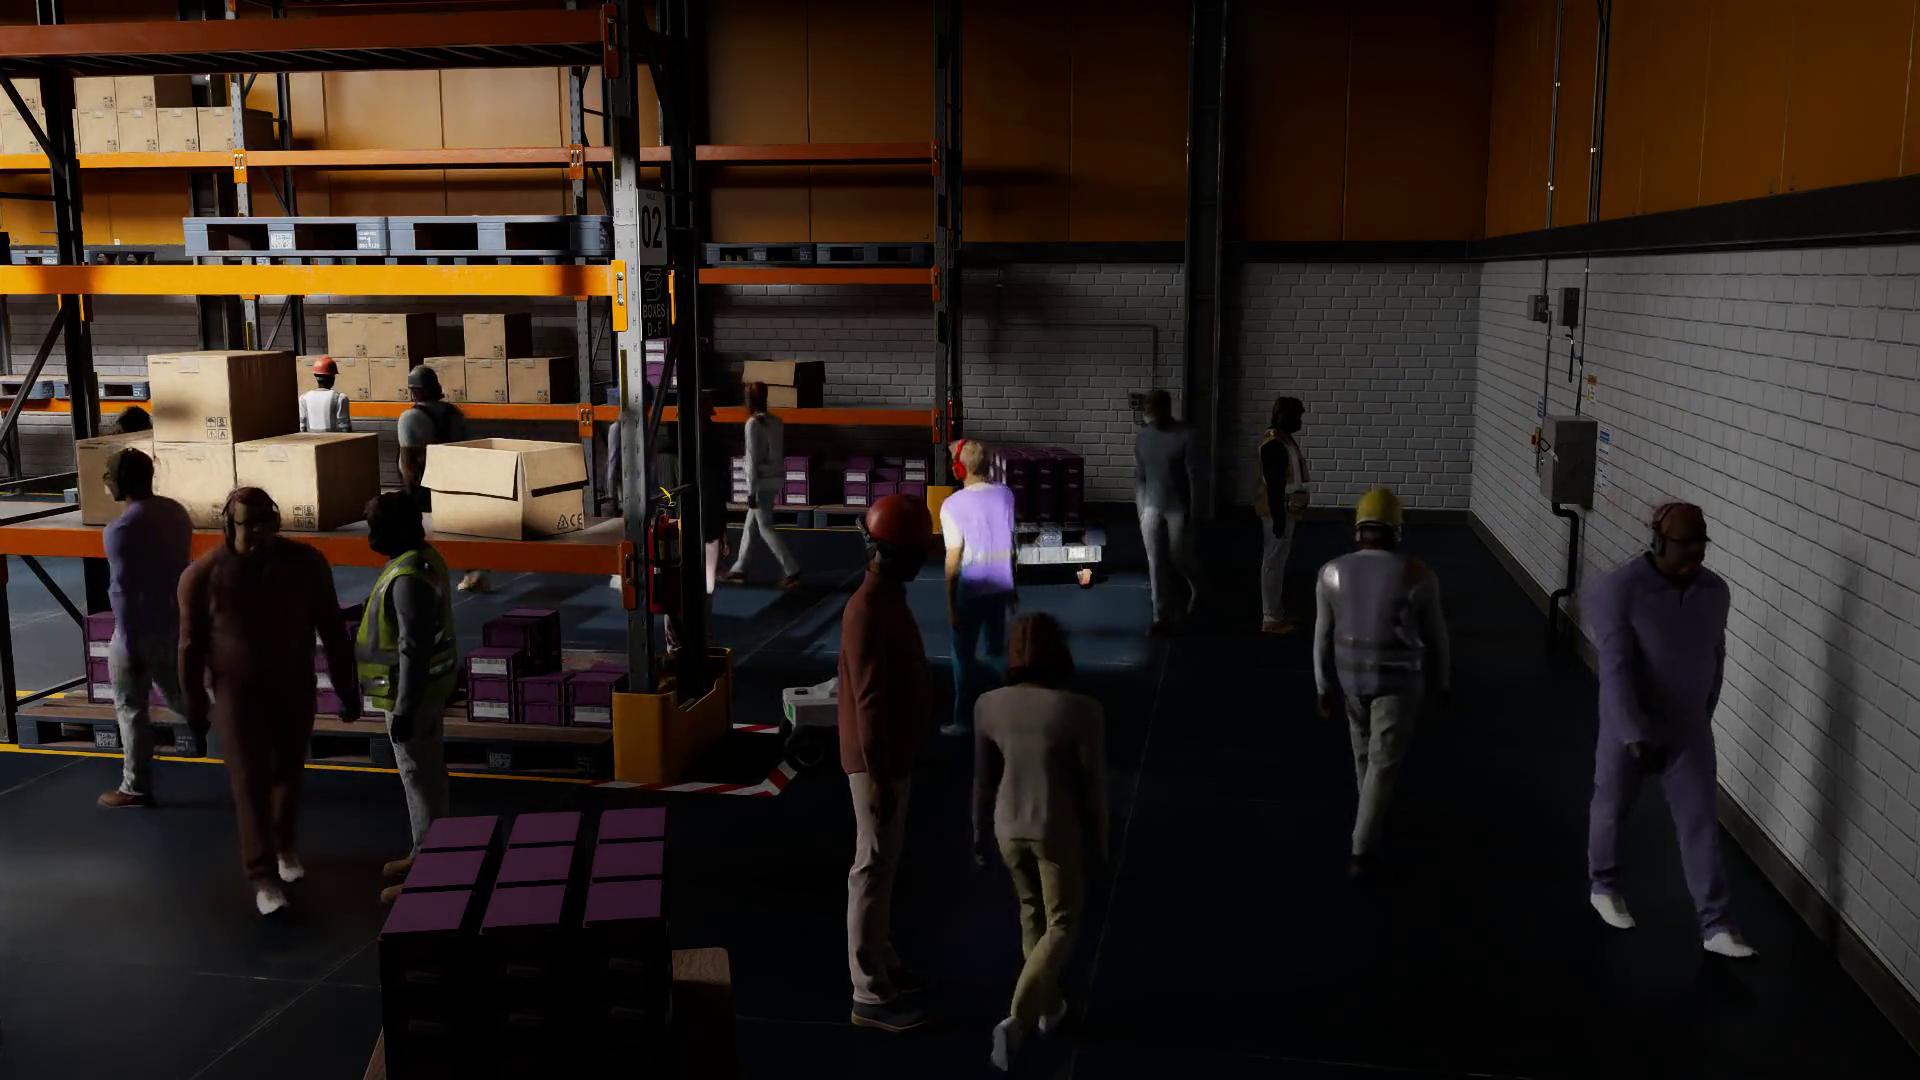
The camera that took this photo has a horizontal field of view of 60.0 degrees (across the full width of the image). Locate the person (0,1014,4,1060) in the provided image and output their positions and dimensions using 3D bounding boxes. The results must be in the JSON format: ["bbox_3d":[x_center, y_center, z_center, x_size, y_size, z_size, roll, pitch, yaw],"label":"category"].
[{"bbox_3d":[-1.887,1.408,2.877,0.535,1.869,0.314,-6,11,-32],"label":"person"}]

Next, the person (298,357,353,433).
[{"bbox_3d":[-6.431,-0.893,16.943,0.546,1.939,0.375,1,9,8],"label":"person"}]

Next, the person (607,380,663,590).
[{"bbox_3d":[-2.726,-0.425,14.146,0.902,1.912,0.626,5,10,27],"label":"person"}]

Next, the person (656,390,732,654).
[{"bbox_3d":[-1.822,-0.049,11.525,0.392,1.995,0.612,7,12,38],"label":"person"}]

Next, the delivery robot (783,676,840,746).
[{"bbox_3d":[-0.642,0.957,9.456,0.707,0.478,0.477,-1,9,-9],"label":"delivery robot"}]

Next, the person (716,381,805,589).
[{"bbox_3d":[-1.796,-0.477,14.709,0.879,1.853,0.622,3,10,18],"label":"person"}]

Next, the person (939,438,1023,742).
[{"bbox_3d":[0.166,0.319,9.752,0.600,1.825,0.622,-7,11,-37],"label":"person"}]

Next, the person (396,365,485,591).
[{"bbox_3d":[-4.586,-0.558,14.549,0.979,2.000,0.688,6,11,35],"label":"person"}]

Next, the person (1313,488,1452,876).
[{"bbox_3d":[2.001,0.646,7.885,0.595,1.792,0.897,7,12,38],"label":"person"}]

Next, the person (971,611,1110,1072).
[{"bbox_3d":[0.257,1.054,5.865,0.512,1.606,0.712,4,10,25],"label":"person"}]

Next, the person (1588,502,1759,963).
[{"bbox_3d":[2.907,0.778,6.809,0.639,1.862,0.950,-1,9,-7],"label":"person"}]

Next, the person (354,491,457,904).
[{"bbox_3d":[-2.464,0.692,7.427,0.429,1.838,0.621,-2,9,-14],"label":"person"}]

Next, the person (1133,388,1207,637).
[{"bbox_3d":[1.656,-0.229,12.912,0.651,1.913,0.746,7,11,36],"label":"person"}]

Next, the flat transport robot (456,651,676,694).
[{"bbox_3d":[-2.603,0.891,11.032,1.431,0.197,0.652,2,9,10],"label":"flat transport robot"}]

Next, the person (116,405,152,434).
[{"bbox_3d":[-6.015,-0.077,12.227,0.530,1.834,0.816,-4,10,-22],"label":"person"}]

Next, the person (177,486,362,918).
[{"bbox_3d":[-3.025,0.696,7.332,0.661,1.862,0.968,-7,12,-38],"label":"person"}]

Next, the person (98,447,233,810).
[{"bbox_3d":[-4.083,0.469,8.585,0.797,1.914,0.635,2,9,10],"label":"person"}]

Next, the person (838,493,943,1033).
[{"bbox_3d":[-0.259,0.813,6.212,0.393,1.986,0.611,1,9,4],"label":"person"}]

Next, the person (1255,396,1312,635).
[{"bbox_3d":[2.511,-0.199,12.952,0.429,1.840,0.624,2,9,14],"label":"person"}]
